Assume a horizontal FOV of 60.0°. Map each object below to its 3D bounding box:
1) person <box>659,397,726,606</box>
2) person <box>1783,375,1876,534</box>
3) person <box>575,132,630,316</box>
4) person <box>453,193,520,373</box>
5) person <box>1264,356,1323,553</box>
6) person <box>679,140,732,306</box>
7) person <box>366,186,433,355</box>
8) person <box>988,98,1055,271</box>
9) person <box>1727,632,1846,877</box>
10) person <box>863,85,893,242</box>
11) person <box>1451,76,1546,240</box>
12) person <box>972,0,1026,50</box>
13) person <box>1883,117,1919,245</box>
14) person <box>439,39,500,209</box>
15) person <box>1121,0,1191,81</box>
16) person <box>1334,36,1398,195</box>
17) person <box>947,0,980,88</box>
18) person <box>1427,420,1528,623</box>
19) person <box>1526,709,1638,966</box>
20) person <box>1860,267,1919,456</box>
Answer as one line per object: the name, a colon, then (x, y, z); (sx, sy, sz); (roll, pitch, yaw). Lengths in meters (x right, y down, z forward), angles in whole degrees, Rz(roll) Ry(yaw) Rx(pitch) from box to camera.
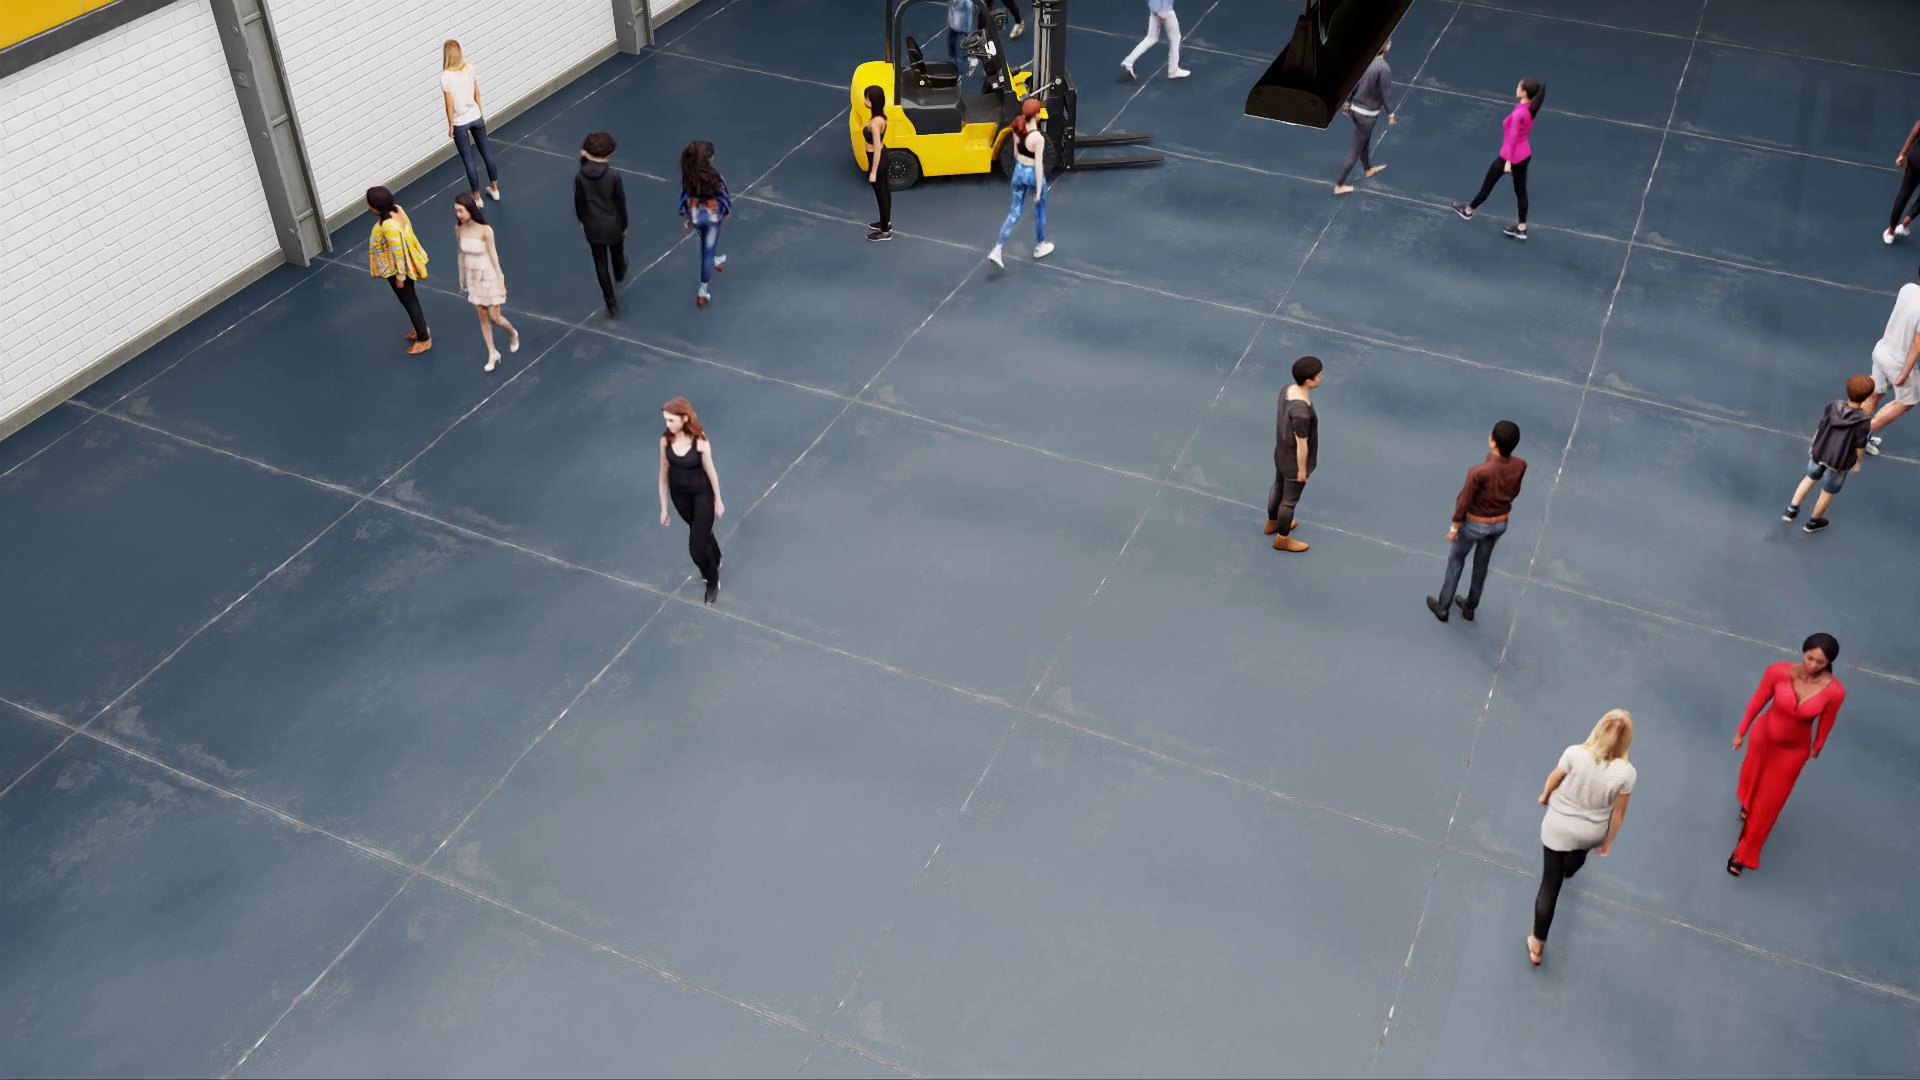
person: (-1.976, -0.391, 12.514); (0.659, 1.717, 0.801); (10, 40, 12)
person: (6.843, -0.661, 13.069); (0.721, 1.446, 0.670); (-19, 42, -22)
person: (-3.361, -2.918, 15.674); (0.988, 1.723, 1.177); (-4, 39, -5)
person: (-4.232, -2.335, 14.942); (0.618, 1.726, 0.668); (15, 41, 18)
person: (2.579, -0.680, 12.877); (0.770, 1.717, 0.672); (-5, 39, -6)
person: (-2.442, -3.000, 15.895); (0.770, 1.575, 1.112); (8, 39, 9)
person: (-5.102, -2.480, 15.183); (0.945, 1.651, 0.883); (-11, 40, -13)
person: (0.608, -3.470, 16.342); (0.758, 1.761, 1.175); (28, 46, 31)
person: (5.177, 1.240, 10.468); (0.771, 1.732, 1.196); (24, 44, 27)
person: (-0.817, -3.834, 16.885); (0.679, 1.643, 0.532); (5, 39, 6)
person: (5.706, -3.844, 16.889); (1.099, 1.664, 0.915); (-32, 48, -34)
person: (0.546, -7.093, 20.865); (0.890, 1.769, 1.253); (30, 48, 32)
person: (9.730, -3.756, 16.722); (0.778, 1.725, 0.731); (24, 44, 27)
person: (-5.154, -4.367, 17.420); (0.704, 1.809, 0.544); (30, 47, 32)
person: (2.355, -6.403, 19.922); (1.147, 1.867, 1.133); (-10, 40, -12)
person: (4.221, -4.506, 17.655); (1.120, 1.732, 1.014); (-17, 42, -20)
person: (0.048, -6.110, 19.878); (0.874, 1.463, 0.723); (-31, 48, -33)
person: (3.838, -0.099, 12.102); (0.776, 1.775, 0.815); (-9, 39, -11)
person: (3.600, 1.765, 9.773); (0.681, 1.770, 1.192); (12, 40, 15)
person: (7.706, -1.521, 13.827); (0.876, 1.844, 0.789); (-3, 39, -3)
